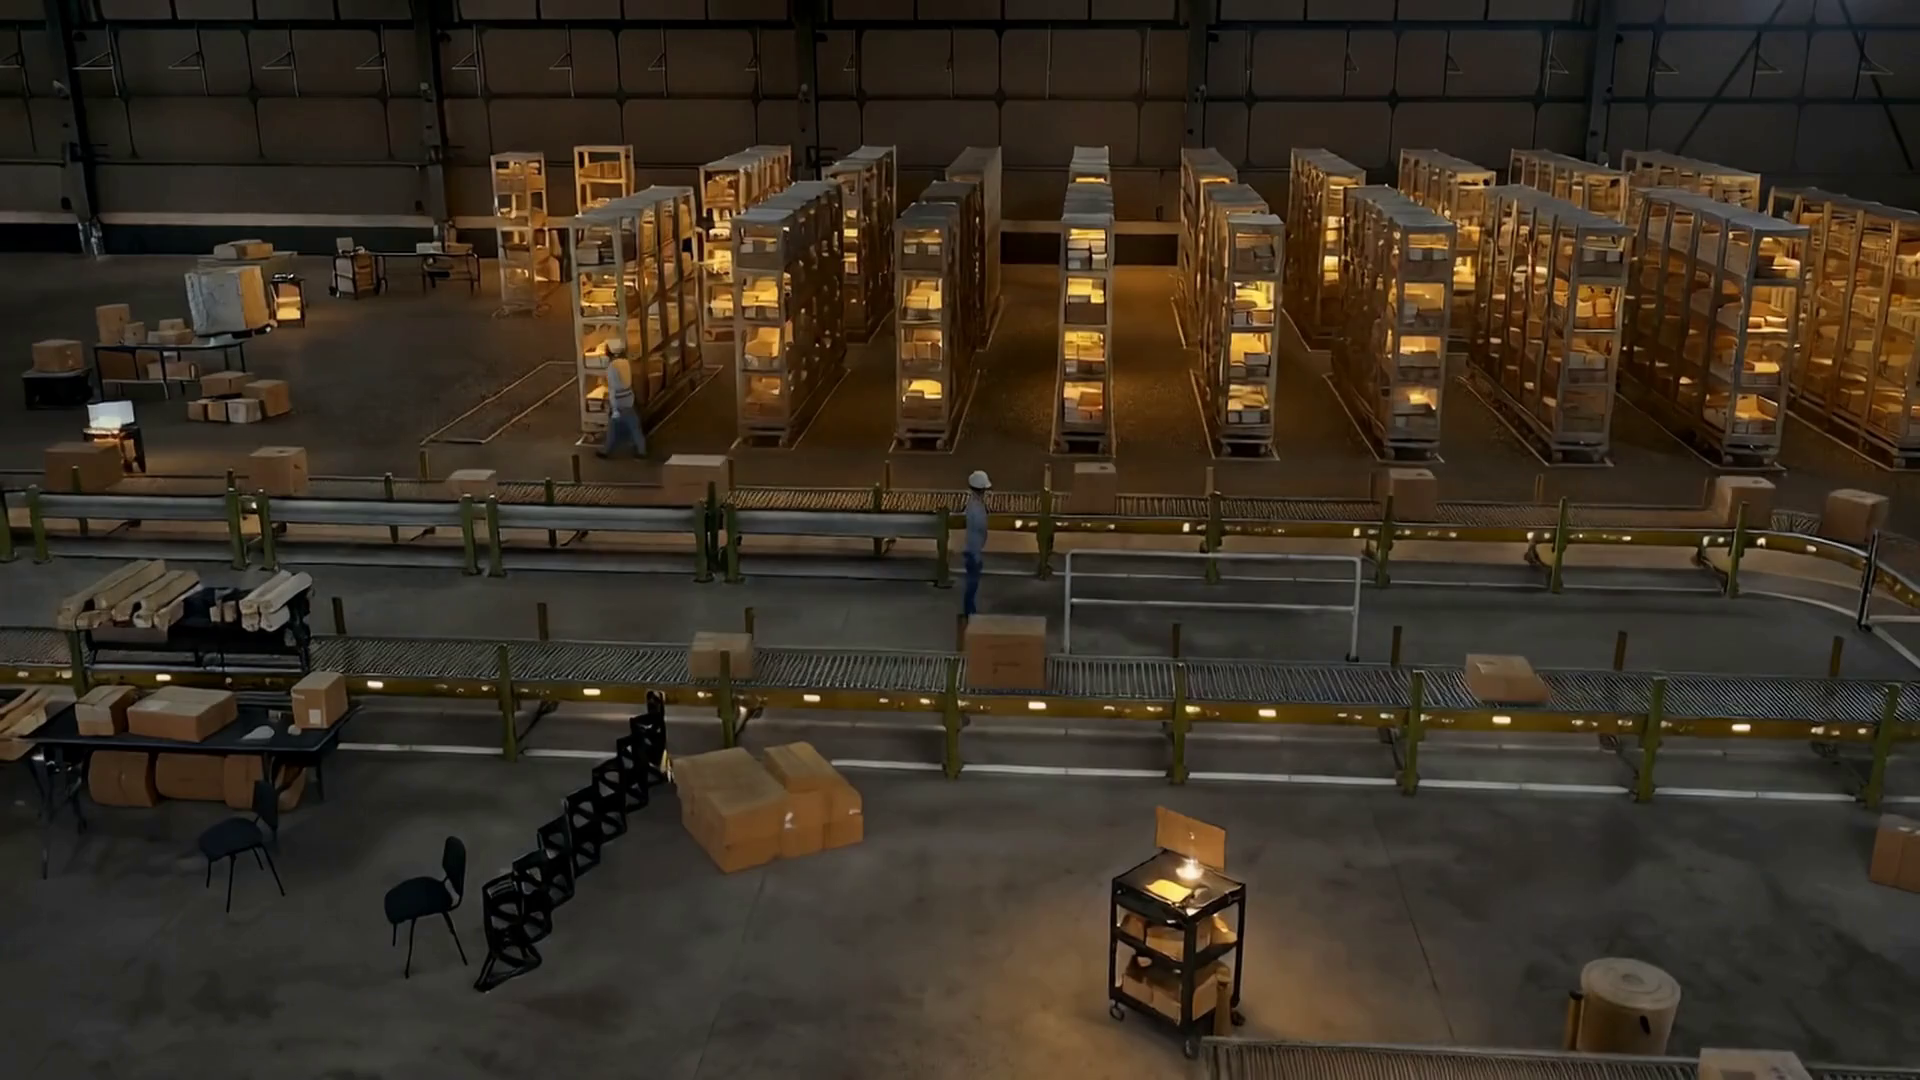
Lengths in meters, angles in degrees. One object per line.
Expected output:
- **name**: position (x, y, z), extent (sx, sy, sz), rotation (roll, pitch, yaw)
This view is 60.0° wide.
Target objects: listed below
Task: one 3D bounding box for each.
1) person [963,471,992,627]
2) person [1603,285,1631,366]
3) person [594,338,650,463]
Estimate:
- **person**: position (0.191, 0.100, 18.348), extent (0.309, 1.772, 0.525), rotation (1, 18, 2)
- **person**: position (12.370, -4.038, 31.345), extent (0.389, 1.849, 0.567), rotation (-13, 22, -36)
- **person**: position (-5.120, -2.109, 25.157), extent (1.014, 1.901, 0.635), rotation (10, 20, 29)
